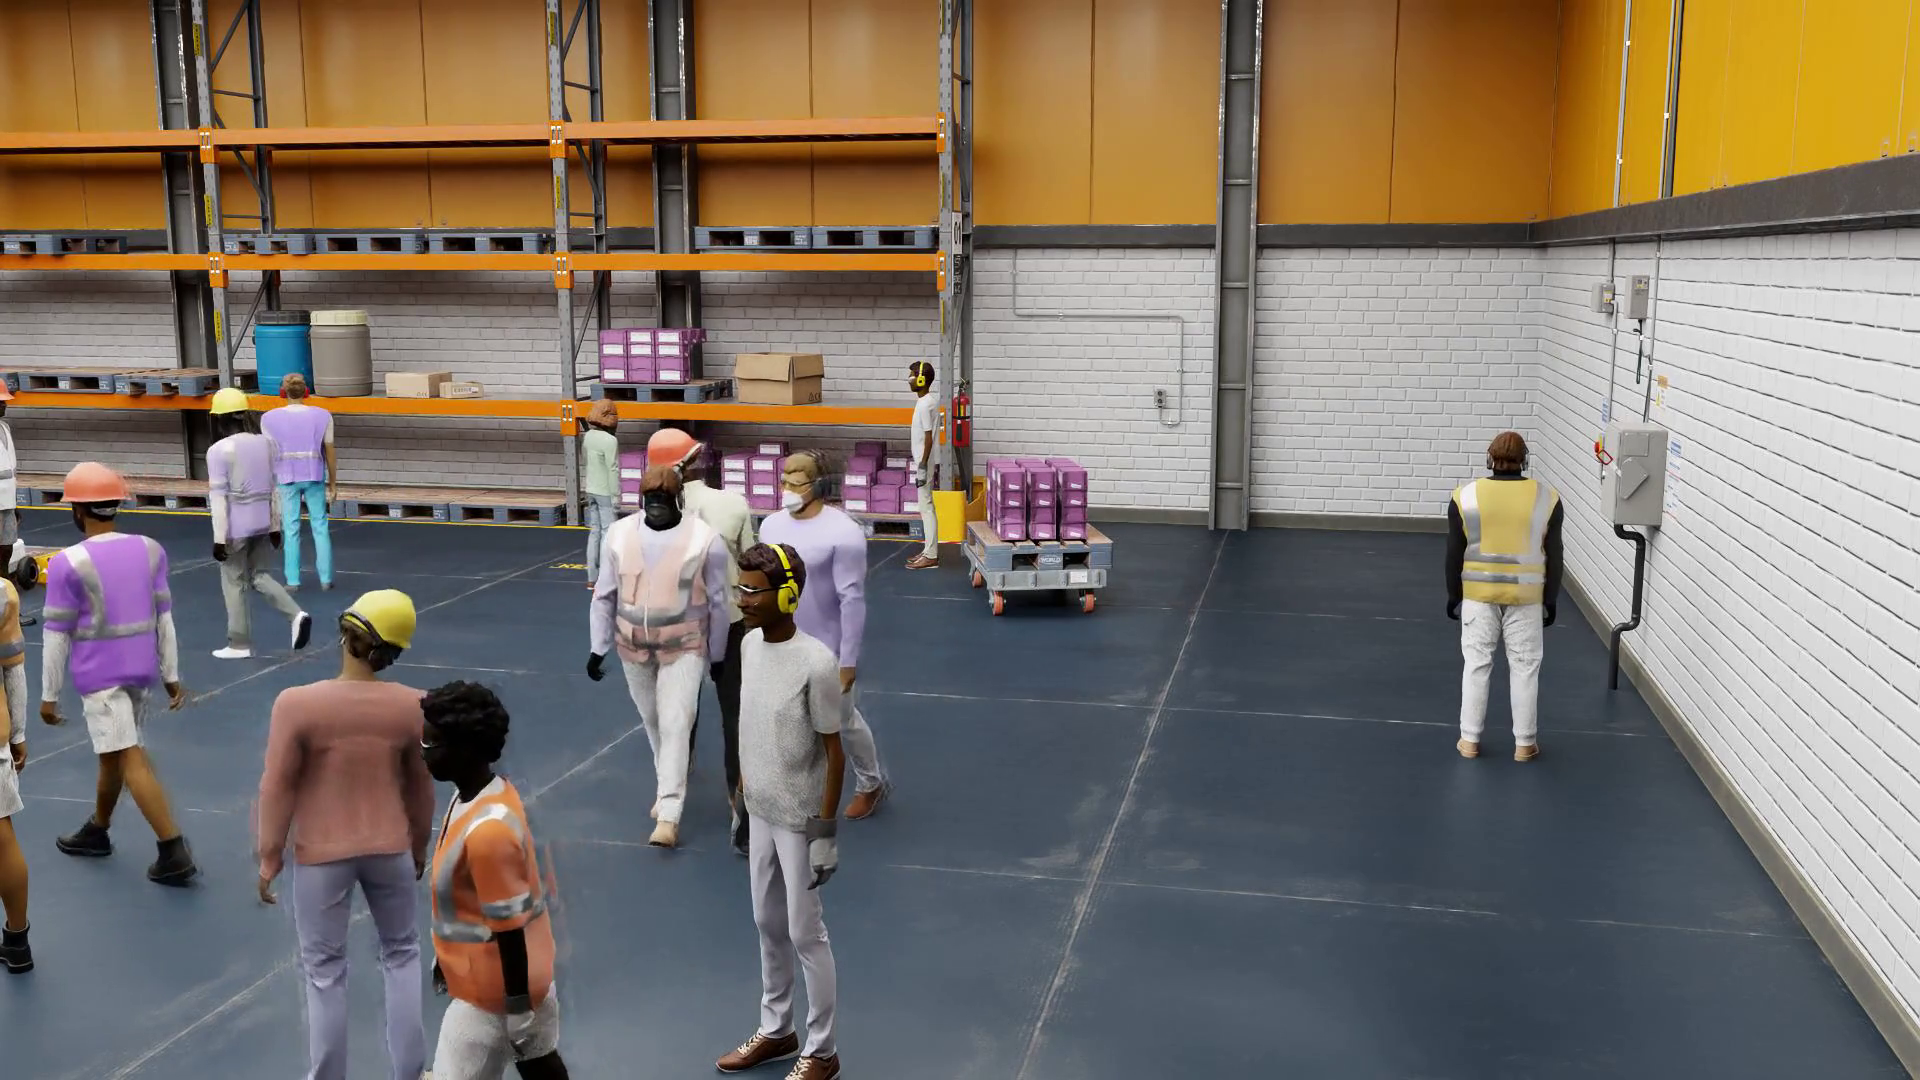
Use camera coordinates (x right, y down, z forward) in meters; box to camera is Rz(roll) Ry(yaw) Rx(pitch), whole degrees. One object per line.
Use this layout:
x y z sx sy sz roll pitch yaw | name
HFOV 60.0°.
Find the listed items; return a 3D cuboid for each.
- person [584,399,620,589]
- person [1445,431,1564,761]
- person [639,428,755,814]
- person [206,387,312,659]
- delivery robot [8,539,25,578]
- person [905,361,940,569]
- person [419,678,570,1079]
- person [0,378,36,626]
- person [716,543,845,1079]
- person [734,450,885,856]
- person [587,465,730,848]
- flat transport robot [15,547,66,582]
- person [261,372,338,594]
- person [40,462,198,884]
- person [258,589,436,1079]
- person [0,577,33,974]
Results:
-2.965 -0.366 13.895 0.279 1.627 0.511 -8 12 -38 | person
3.013 0.314 9.243 0.622 1.843 0.429 3 10 18 | person
-1.333 0.379 8.586 0.695 1.921 1.033 -4 10 -21 | person
-4.905 -0.099 11.498 0.643 1.911 0.589 3 10 18 | person
-8.051 0.146 13.756 0.477 0.478 0.707 -1 10 -5 | delivery robot
-0.337 -0.675 15.005 0.315 1.870 0.532 1 10 3 | person
-1.360 1.198 4.524 0.846 1.654 0.539 -2 10 -13 | person
-7.169 -0.269 12.402 0.375 1.935 0.551 0 10 -3 | person
-0.596 0.926 5.528 0.312 1.869 0.537 -9 13 -41 | person
-0.690 0.503 7.983 0.644 1.897 0.989 6 11 31 | person
-1.463 0.543 8.012 0.634 1.799 0.878 2 10 11 | person
-8.330 0.198 14.566 1.431 0.197 0.652 1 10 9 | flat transport robot
-5.485 -0.470 13.865 0.570 1.843 0.374 -5 11 -26 | person
-3.799 0.592 7.467 0.983 1.892 0.560 4 11 25 | person
-2.007 1.030 5.363 0.665 1.717 0.327 -7 12 -34 | person
-3.835 0.758 6.322 0.357 1.938 0.545 7 12 36 | person
